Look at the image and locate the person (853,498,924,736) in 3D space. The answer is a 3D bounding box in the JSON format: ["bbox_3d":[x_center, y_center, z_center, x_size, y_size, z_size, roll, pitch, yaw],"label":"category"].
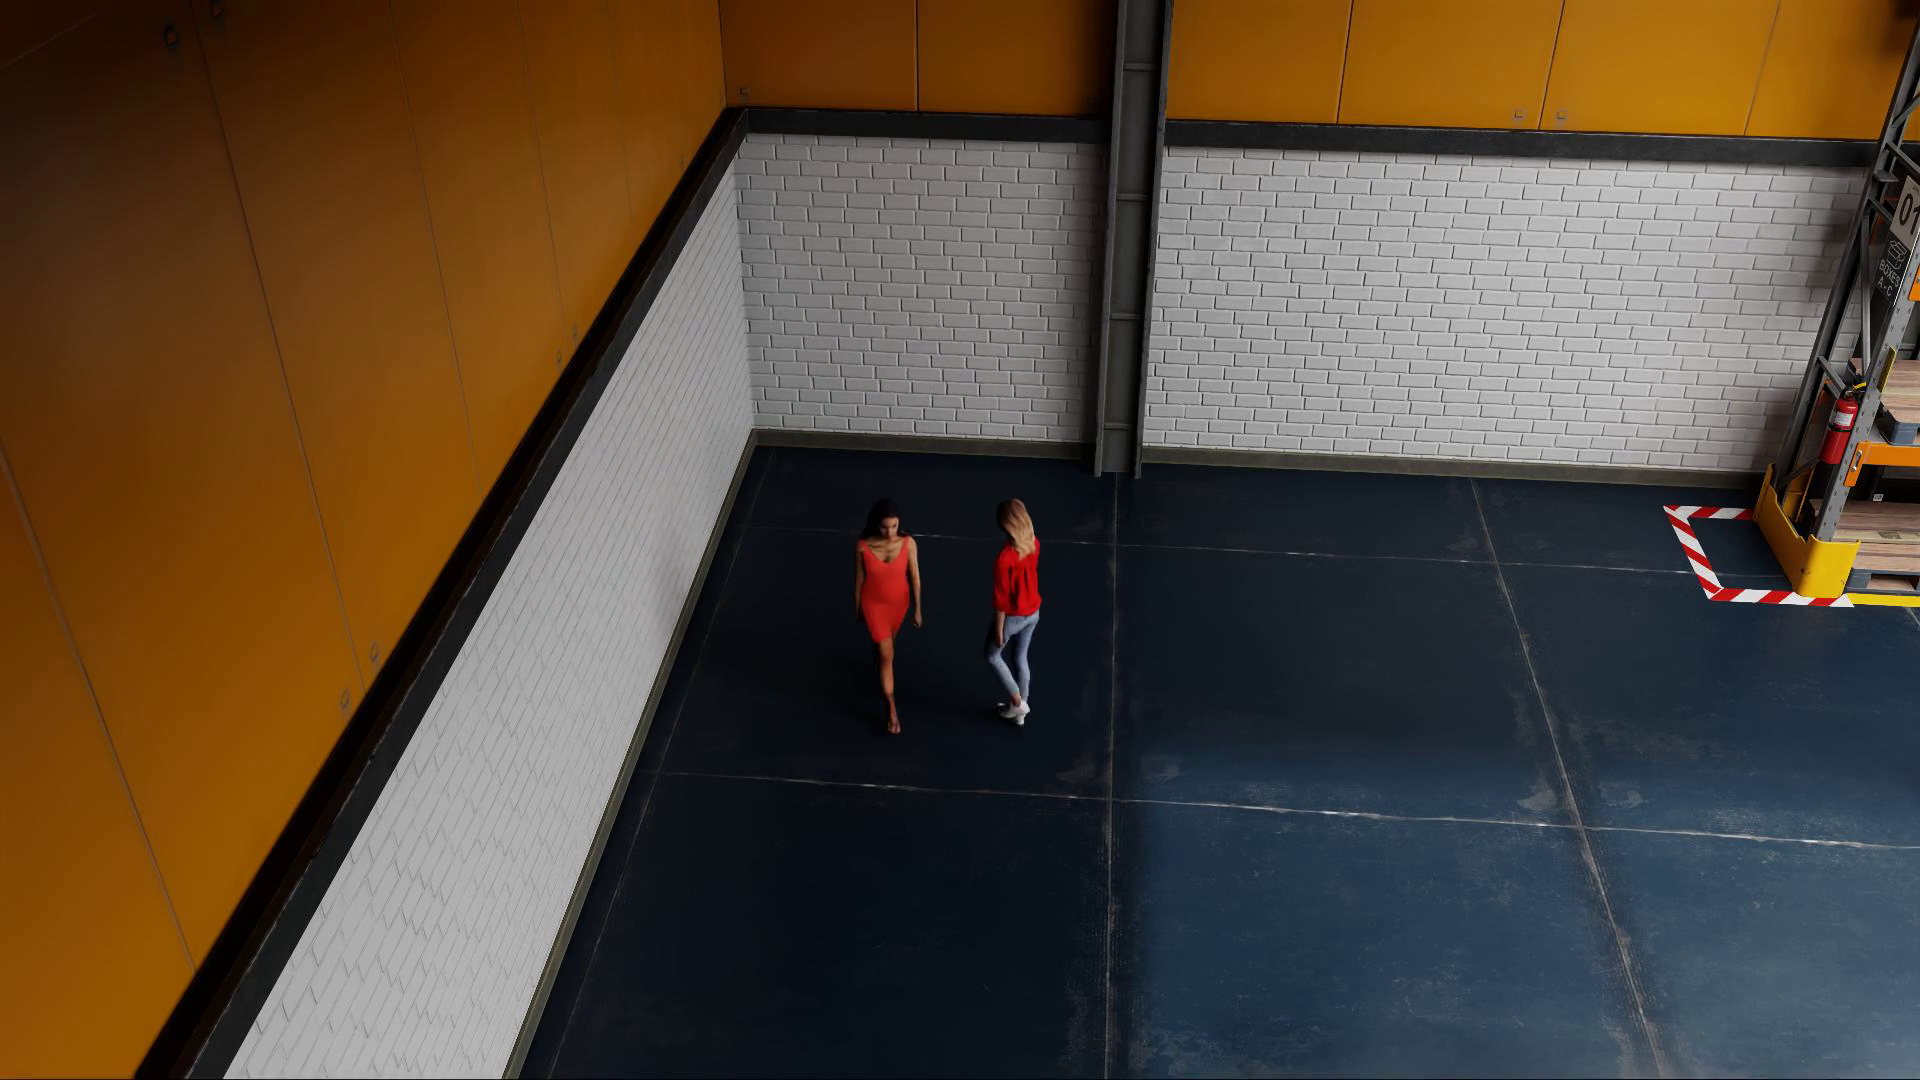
[{"bbox_3d":[-0.519,0.395,11.262,1.139,1.673,0.905,-6,34,-10],"label":"person"}]

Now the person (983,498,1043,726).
[{"bbox_3d":[0.433,0.539,11.037,0.799,1.683,0.770,25,41,32],"label":"person"}]
